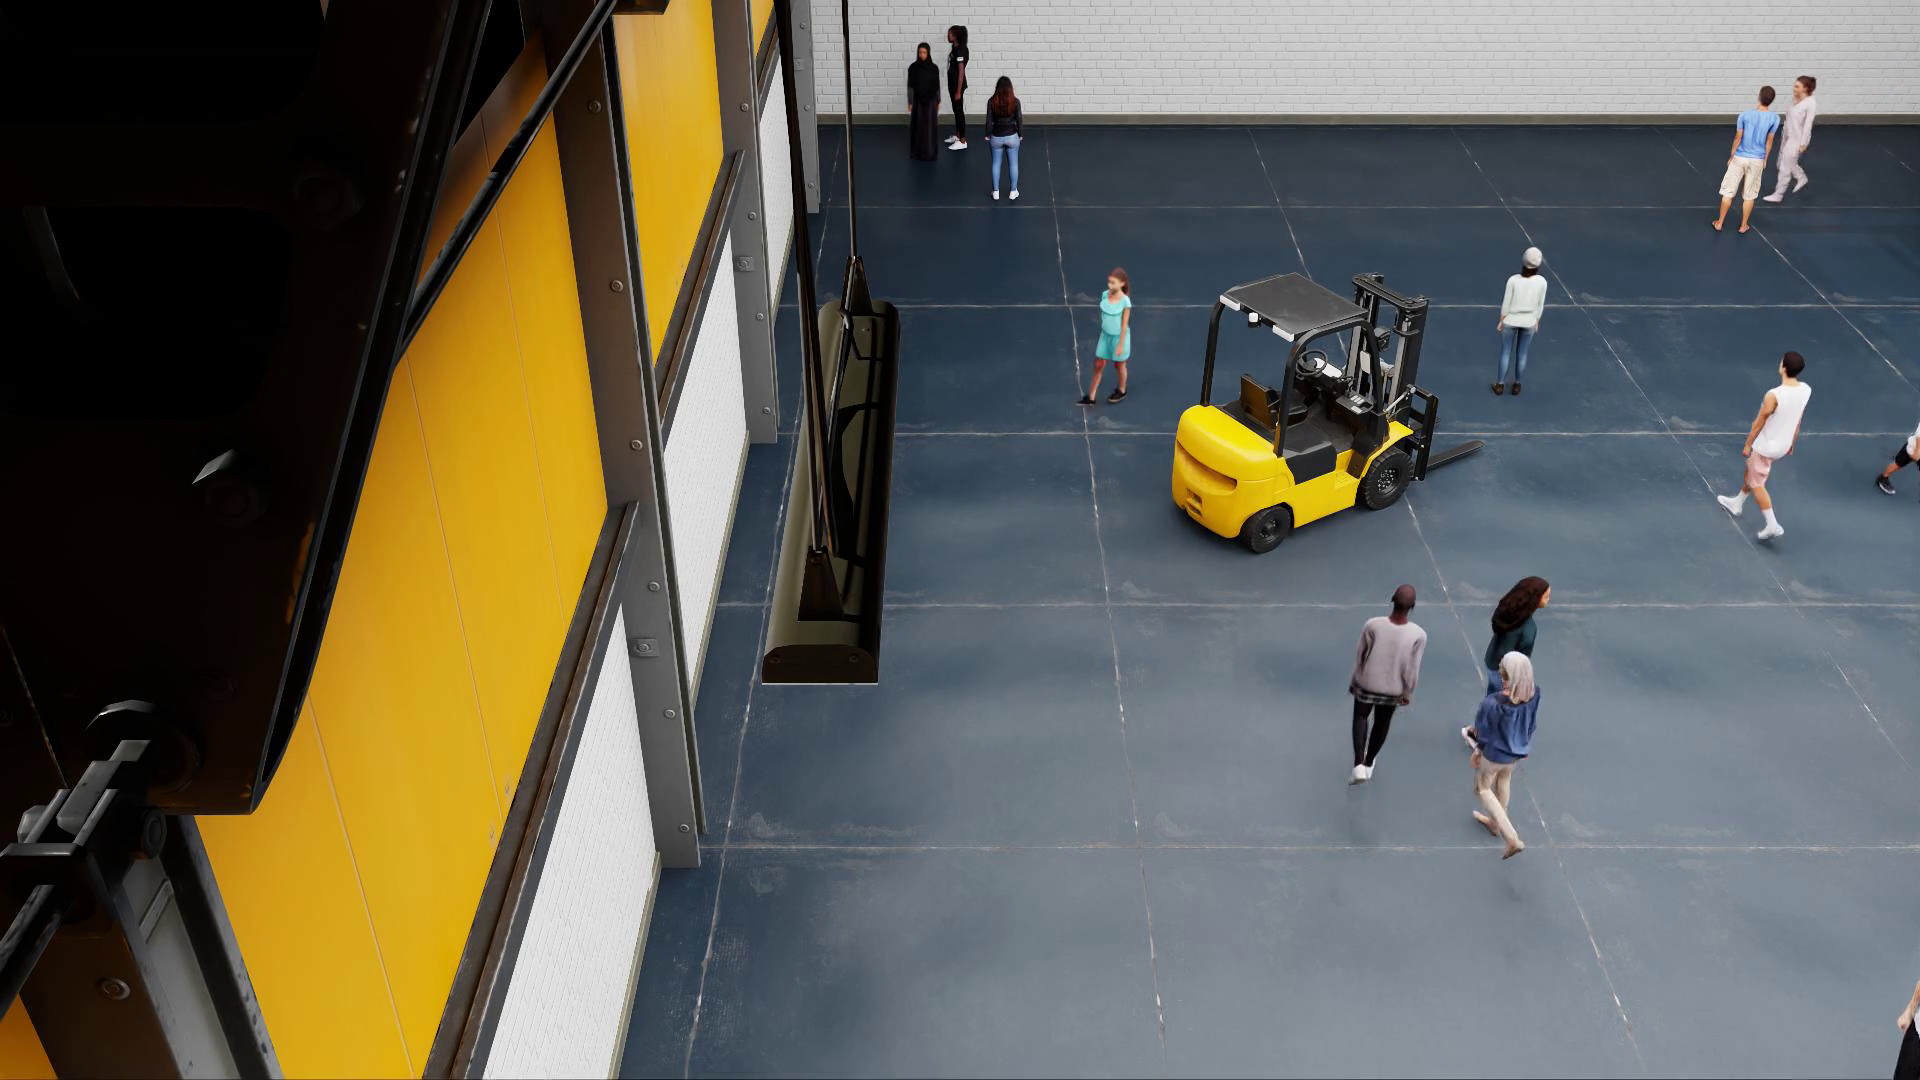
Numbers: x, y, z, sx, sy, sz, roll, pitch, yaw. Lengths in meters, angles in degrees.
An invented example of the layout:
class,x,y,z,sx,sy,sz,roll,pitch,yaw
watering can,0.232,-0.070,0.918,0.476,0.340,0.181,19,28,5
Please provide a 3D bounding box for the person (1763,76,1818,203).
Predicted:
class,x,y,z,sx,sy,sz,roll,pitch,yaw
person,11.022,-5.252,21.794,0.787,1.665,0.859,-7,34,-11

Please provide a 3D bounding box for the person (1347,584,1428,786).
class,x,y,z,sx,sy,sz,roll,pitch,yaw
person,3.074,1.116,12.129,0.765,1.758,0.921,8,34,12

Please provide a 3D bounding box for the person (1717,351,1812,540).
class,x,y,z,sx,sy,sz,roll,pitch,yaw
person,7.379,-0.829,15.055,0.895,1.760,1.191,-11,35,-17

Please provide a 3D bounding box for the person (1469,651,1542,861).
class,x,y,z,sx,sy,sz,roll,pitch,yaw
person,3.817,1.526,11.579,0.859,1.684,0.975,-16,37,-22

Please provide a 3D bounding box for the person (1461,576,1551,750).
class,x,y,z,sx,sy,sz,roll,pitch,yaw
person,4.022,0.942,12.534,0.778,1.599,0.693,17,37,23

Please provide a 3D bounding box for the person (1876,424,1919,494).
class,x,y,z,sx,sy,sz,roll,pitch,yaw
person,9.029,-0.935,15.695,0.755,1.228,0.954,-16,37,-22

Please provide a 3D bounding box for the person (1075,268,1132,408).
class,x,y,z,sx,sy,sz,roll,pitch,yaw
person,1.652,-2.108,17.179,0.955,1.538,0.913,-27,42,-34

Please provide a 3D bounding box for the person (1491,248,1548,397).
class,x,y,z,sx,sy,sz,roll,pitch,yaw
person,5.837,-2.284,17.339,0.586,1.653,0.526,4,34,5

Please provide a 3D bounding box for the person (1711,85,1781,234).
class,x,y,z,sx,sy,sz,roll,pitch,yaw
person,9.918,-4.786,20.914,0.713,1.862,0.684,11,35,16

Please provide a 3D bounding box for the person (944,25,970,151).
class,x,y,z,sx,sy,sz,roll,pitch,yaw
person,-0.046,-6.395,23.455,0.709,1.731,0.540,-6,34,-8

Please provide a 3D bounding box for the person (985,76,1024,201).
class,x,y,z,sx,sy,sz,roll,pitch,yaw
person,0.582,-5.298,21.891,0.645,1.634,0.549,1,34,1

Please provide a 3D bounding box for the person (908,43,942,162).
class,x,y,z,sx,sy,sz,roll,pitch,yaw
person,-0.489,-6.103,23.122,0.604,1.613,0.616,1,34,1
